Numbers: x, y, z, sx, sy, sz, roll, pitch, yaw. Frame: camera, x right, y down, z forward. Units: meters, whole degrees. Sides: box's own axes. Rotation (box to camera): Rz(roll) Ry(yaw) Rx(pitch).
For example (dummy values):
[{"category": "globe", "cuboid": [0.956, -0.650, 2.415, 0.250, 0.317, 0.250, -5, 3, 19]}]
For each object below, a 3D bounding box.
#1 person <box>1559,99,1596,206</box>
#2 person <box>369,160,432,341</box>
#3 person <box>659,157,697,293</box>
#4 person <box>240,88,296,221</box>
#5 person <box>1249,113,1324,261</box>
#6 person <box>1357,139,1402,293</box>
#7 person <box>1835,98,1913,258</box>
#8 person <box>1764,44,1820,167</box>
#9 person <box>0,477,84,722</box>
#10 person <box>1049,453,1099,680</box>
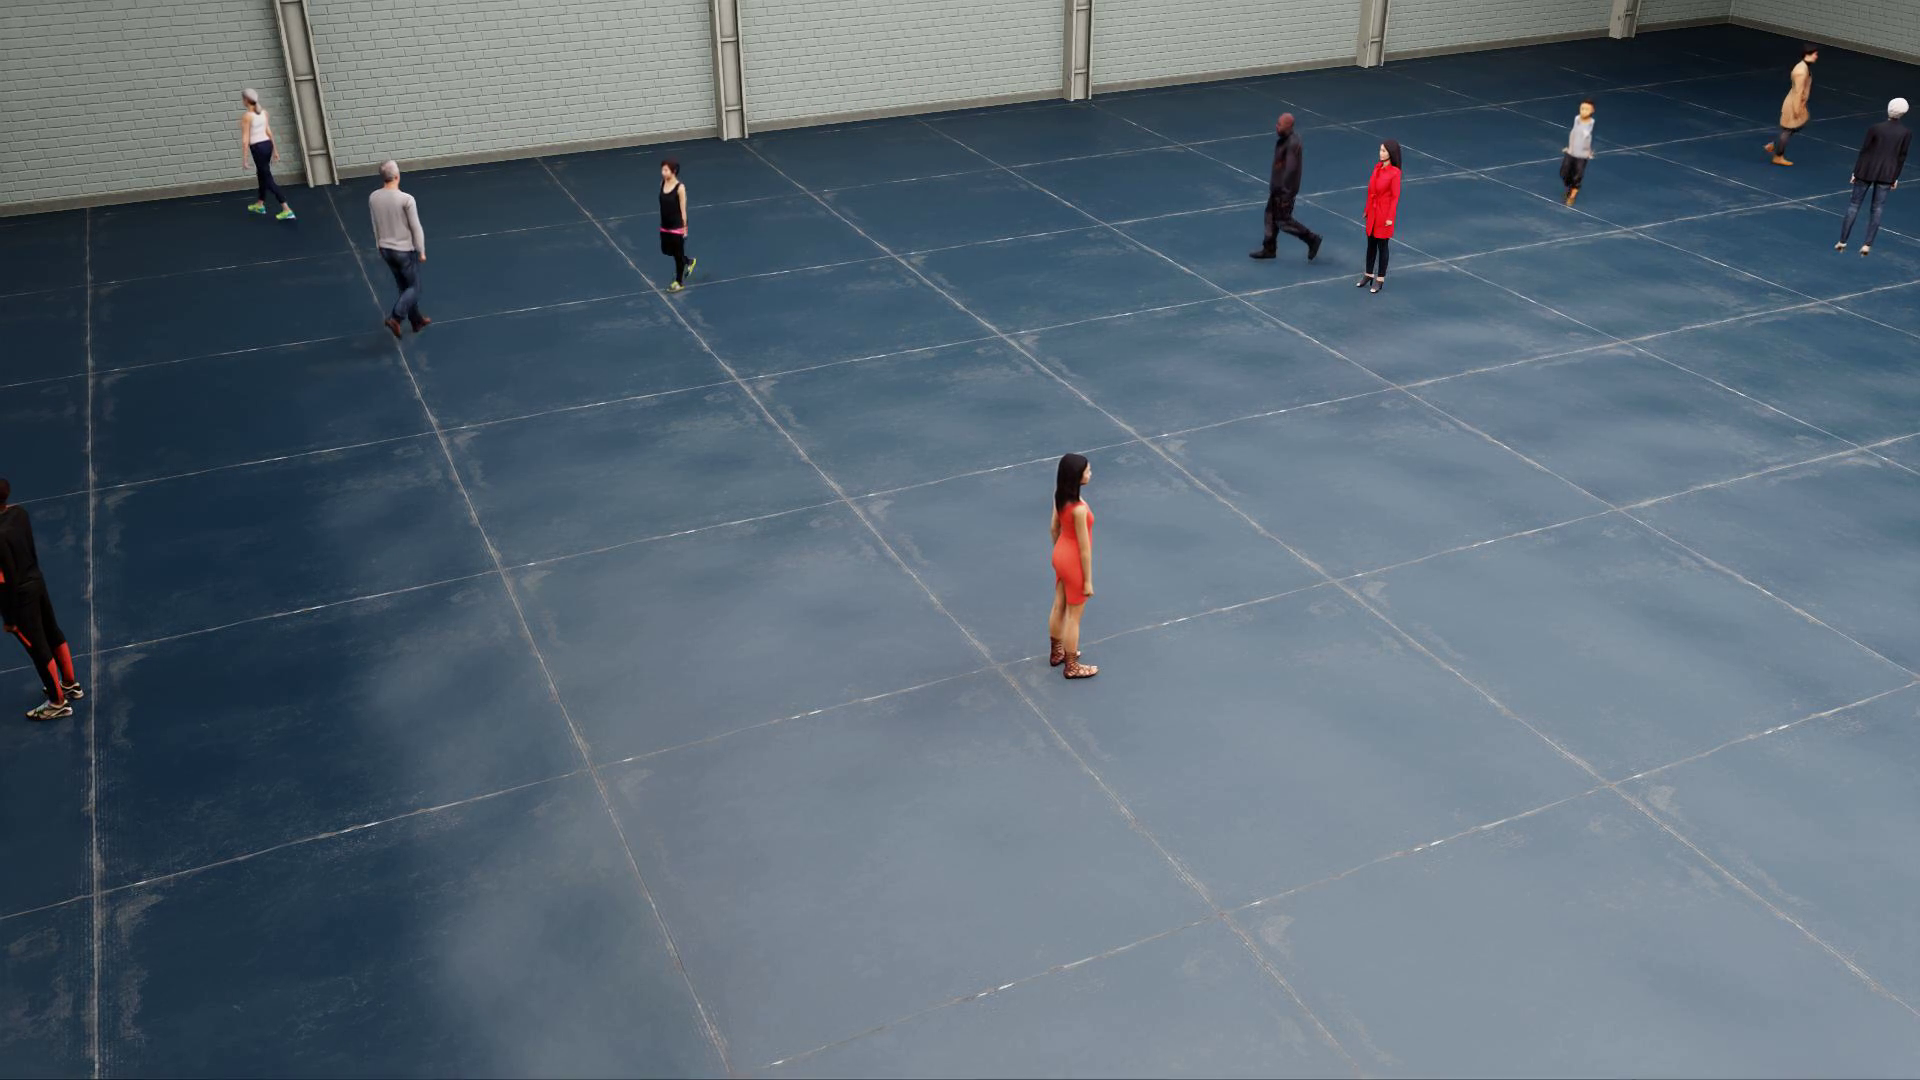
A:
[{"category": "person", "cuboid": [8.267, -5.224, 22.175, 0.720, 1.450, 0.763, 17, 32, 28]}, {"category": "person", "cuboid": [-5.964, -3.024, 17.579, 1.140, 1.886, 1.192, 9, 29, 16]}, {"category": "person", "cuboid": [-3.234, -3.649, 19.118, 0.728, 1.543, 0.848, 21, 34, 34]}, {"category": "person", "cuboid": [-8.918, -4.923, 21.385, 1.136, 1.661, 1.083, 10, 30, 19]}, {"category": "person", "cuboid": [3.982, -4.179, 19.856, 1.191, 1.785, 0.972, 0, 28, 0]}, {"category": "person", "cuboid": [4.810, -3.711, 19.016, 0.604, 1.748, 0.620, -14, 31, -24]}, {"category": "person", "cuboid": [10.075, -4.030, 18.378, 0.821, 1.782, 0.787, 10, 30, 19]}, {"category": "person", "cuboid": [11.851, -6.236, 23.791, 0.926, 1.718, 0.868, 12, 30, 22]}, {"category": "person", "cuboid": [-6.340, 0.372, 11.286, 0.668, 1.808, 0.698, -1, 28, -2]}, {"category": "person", "cuboid": [0.786, 0.175, 11.750, 0.499, 1.719, 0.589, -12, 30, -22]}]
